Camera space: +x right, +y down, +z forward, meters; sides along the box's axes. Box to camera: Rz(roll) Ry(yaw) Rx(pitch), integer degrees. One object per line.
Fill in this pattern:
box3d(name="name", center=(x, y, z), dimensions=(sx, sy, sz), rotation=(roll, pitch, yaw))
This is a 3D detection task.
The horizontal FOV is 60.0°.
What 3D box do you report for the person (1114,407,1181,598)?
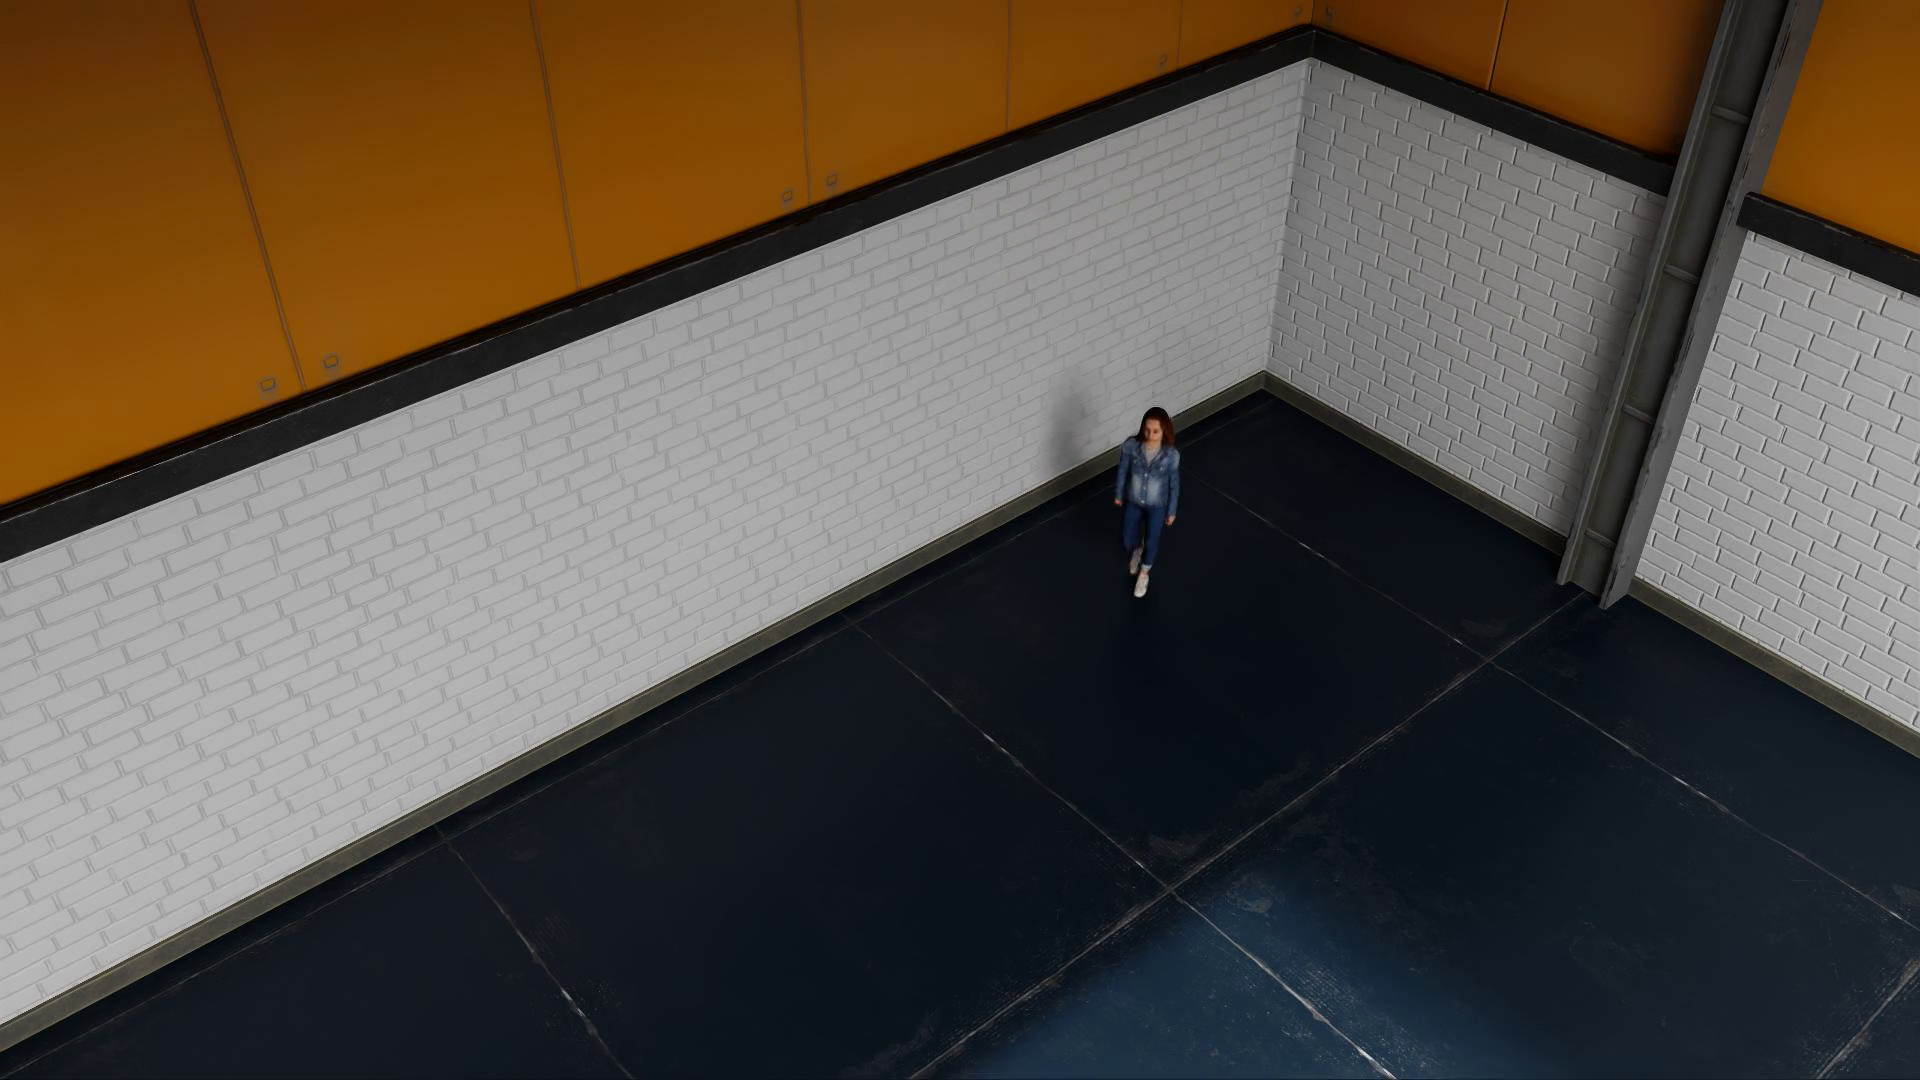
box3d(name="person", center=(1.272, -0.303, 11.201), dimensions=(0.699, 1.471, 0.774), rotation=(11, 40, 14))
